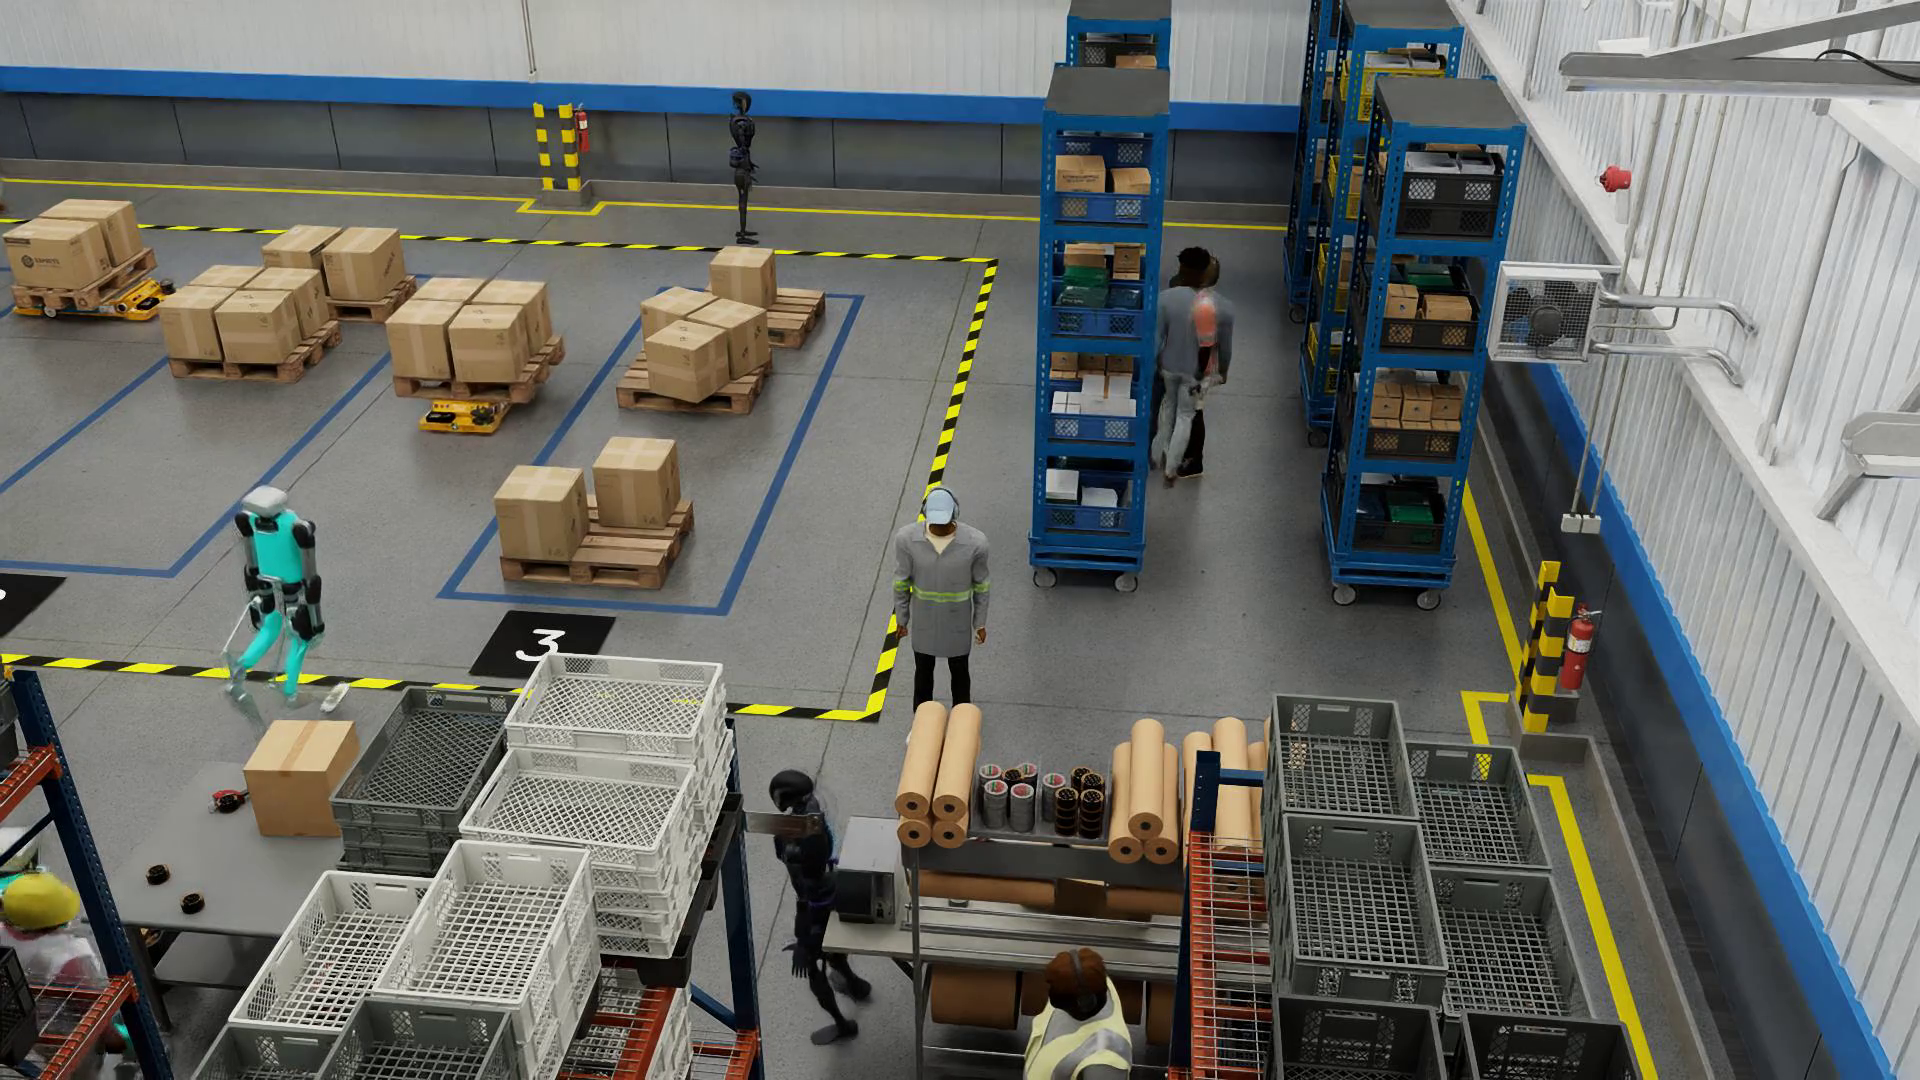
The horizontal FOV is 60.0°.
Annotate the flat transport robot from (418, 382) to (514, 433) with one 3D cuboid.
[{"bbox_3d":[-4.300,-1.372,15.002,0.652,0.197,1.431,3,30,6],"label":"flat transport robot"}]

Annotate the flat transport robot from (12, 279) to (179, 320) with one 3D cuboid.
[{"bbox_3d":[-8.783,-2.479,16.903,1.431,0.197,0.652,3,30,6],"label":"flat transport robot"}]

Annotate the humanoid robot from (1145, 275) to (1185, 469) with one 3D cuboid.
[{"bbox_3d":[1.746,-1.389,13.644,0.599,1.657,0.315,-13,33,-21],"label":"humanoid robot"}]

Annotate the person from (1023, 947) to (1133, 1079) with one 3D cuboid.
[{"bbox_3d":[0.476,2.409,6.976,0.429,1.841,0.620,-4,30,-8],"label":"person"}]

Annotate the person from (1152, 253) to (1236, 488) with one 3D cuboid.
[{"bbox_3d":[1.857,-1.384,13.447,0.651,1.881,0.783,10,32,16],"label":"person"}]

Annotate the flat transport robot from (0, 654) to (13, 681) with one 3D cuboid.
[{"bbox_3d":[-7.142,0.969,11.010,1.431,0.231,0.659,3,30,6],"label":"flat transport robot"}]

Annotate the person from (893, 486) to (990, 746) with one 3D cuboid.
[{"bbox_3d":[-0.119,0.488,10.260,0.597,1.850,0.386,3,30,5],"label":"person"}]

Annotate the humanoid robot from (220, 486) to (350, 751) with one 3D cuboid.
[{"bbox_3d":[-4.263,0.574,10.266,0.540,1.754,1.039,10,32,16],"label":"humanoid robot"}]

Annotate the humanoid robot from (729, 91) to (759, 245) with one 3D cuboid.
[{"bbox_3d":[-2.378,-4.122,18.342,0.315,1.653,0.599,-2,30,-4],"label":"humanoid robot"}]

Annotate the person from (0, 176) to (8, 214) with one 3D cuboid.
[{"bbox_3d":[-11.476,-4.704,19.178,0.808,1.856,0.593,21,36,31],"label":"person"}]

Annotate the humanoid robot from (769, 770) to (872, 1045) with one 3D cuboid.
[{"bbox_3d":[-0.693,1.794,8.206,0.411,1.636,0.669,3,30,5],"label":"humanoid robot"}]

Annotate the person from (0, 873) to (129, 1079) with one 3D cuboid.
[{"bbox_3d":[-4.047,2.142,7.499,0.686,1.779,0.432,25,39,36],"label":"person"}]

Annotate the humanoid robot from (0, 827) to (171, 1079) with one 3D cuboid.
[{"bbox_3d":[-3.990,2.086,7.714,0.711,1.872,0.549,-8,31,-14],"label":"humanoid robot"}]

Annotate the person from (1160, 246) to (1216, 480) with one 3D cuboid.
[{"bbox_3d":[1.867,-1.433,13.448,0.362,1.963,0.612,-1,30,-2],"label":"person"}]
